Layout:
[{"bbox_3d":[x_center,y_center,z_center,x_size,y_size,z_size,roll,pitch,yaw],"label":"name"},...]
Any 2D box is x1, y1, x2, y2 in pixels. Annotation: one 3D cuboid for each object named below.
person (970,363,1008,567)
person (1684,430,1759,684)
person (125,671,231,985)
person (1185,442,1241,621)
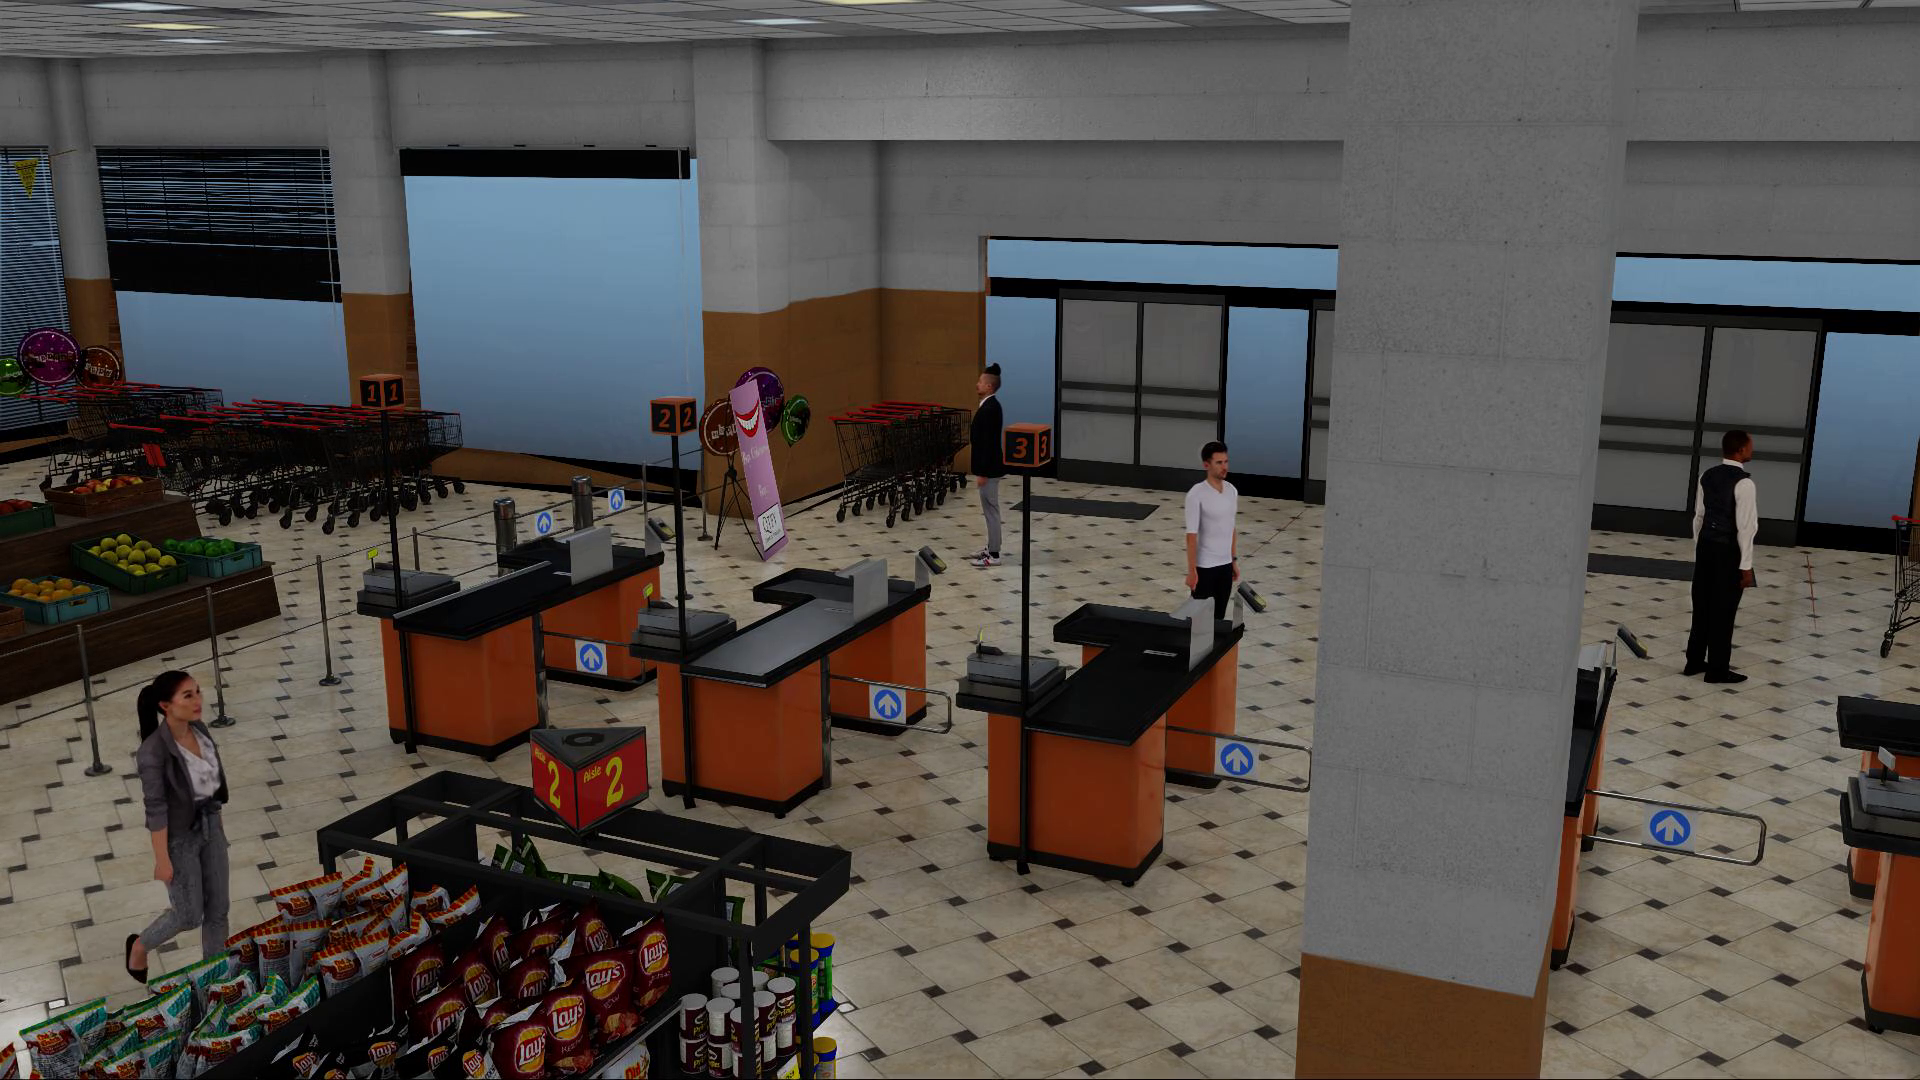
[{"bbox_3d":[0.284,-0.732,15.979,0.845,1.950,0.690,0,14,2],"label":"person"},{"bbox_3d":[5.752,0.114,12.561,0.829,1.918,0.765,-5,14,-19],"label":"person"},{"bbox_3d":[-3.655,1.414,7.740,0.815,1.663,0.883,2,14,10],"label":"person"},{"bbox_3d":[1.880,0.174,12.458,0.663,1.851,0.813,-10,17,-37],"label":"person"}]
